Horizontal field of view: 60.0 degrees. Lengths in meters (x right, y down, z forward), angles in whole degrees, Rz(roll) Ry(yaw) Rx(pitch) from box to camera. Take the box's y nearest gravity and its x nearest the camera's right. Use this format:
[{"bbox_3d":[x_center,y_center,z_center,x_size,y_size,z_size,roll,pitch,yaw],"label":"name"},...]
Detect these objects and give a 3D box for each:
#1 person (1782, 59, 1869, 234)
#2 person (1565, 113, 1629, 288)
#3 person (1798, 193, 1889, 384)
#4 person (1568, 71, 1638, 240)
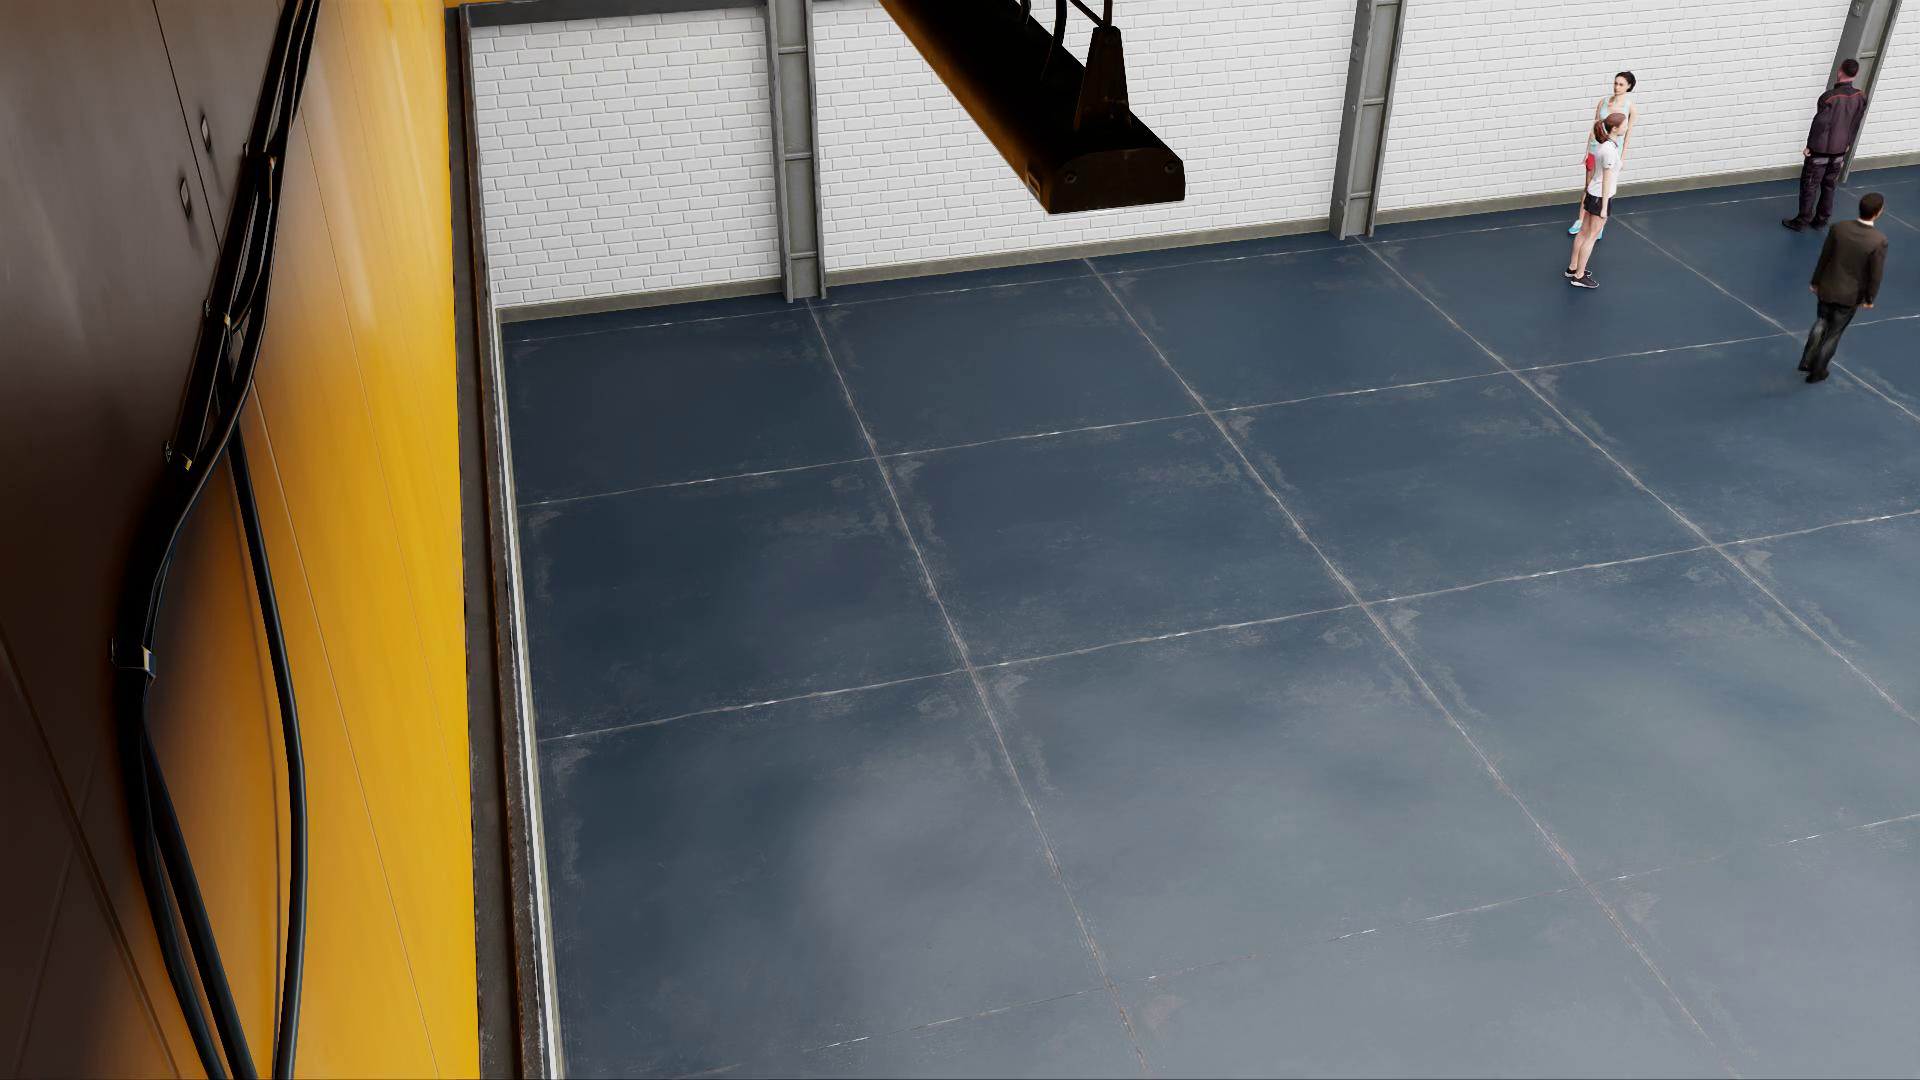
[{"bbox_3d":[9.204,-4.176,17.614,0.569,1.845,0.789,-5,34,-8],"label":"person"},{"bbox_3d":[6.336,-3.388,16.515,0.639,1.751,0.643,2,34,3],"label":"person"},{"bbox_3d":[7.738,-2.188,14.669,0.824,1.794,0.820,-25,41,-33],"label":"person"},{"bbox_3d":[6.795,-4.055,17.504,0.698,1.765,0.750,21,39,29],"label":"person"}]
